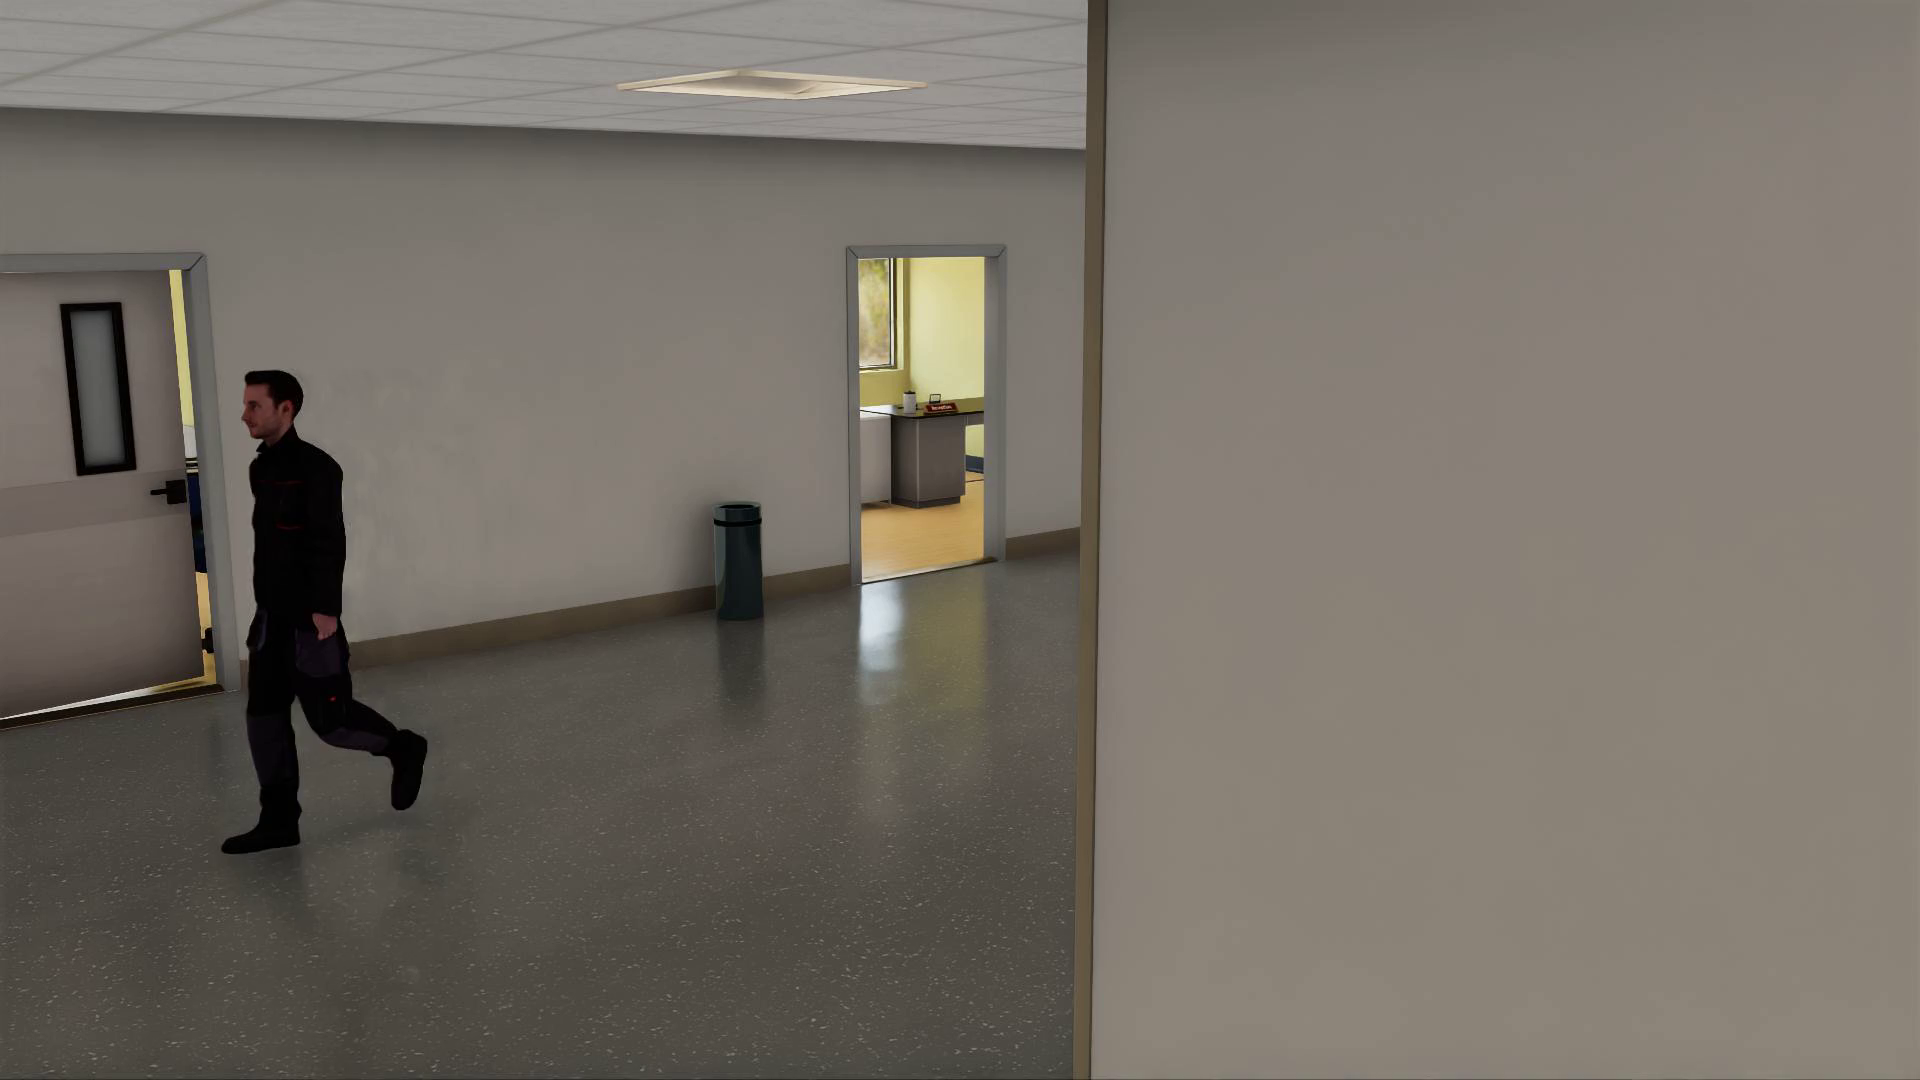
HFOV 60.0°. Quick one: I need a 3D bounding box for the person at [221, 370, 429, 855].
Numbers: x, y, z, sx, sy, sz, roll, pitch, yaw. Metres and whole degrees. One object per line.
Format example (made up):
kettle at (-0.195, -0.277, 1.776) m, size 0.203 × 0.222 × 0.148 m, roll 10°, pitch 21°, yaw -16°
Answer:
person at (-2.525, 0.289, 6.538) m, size 0.899 × 1.883 × 1.166 m, roll 7°, pitch 13°, yaw 33°
